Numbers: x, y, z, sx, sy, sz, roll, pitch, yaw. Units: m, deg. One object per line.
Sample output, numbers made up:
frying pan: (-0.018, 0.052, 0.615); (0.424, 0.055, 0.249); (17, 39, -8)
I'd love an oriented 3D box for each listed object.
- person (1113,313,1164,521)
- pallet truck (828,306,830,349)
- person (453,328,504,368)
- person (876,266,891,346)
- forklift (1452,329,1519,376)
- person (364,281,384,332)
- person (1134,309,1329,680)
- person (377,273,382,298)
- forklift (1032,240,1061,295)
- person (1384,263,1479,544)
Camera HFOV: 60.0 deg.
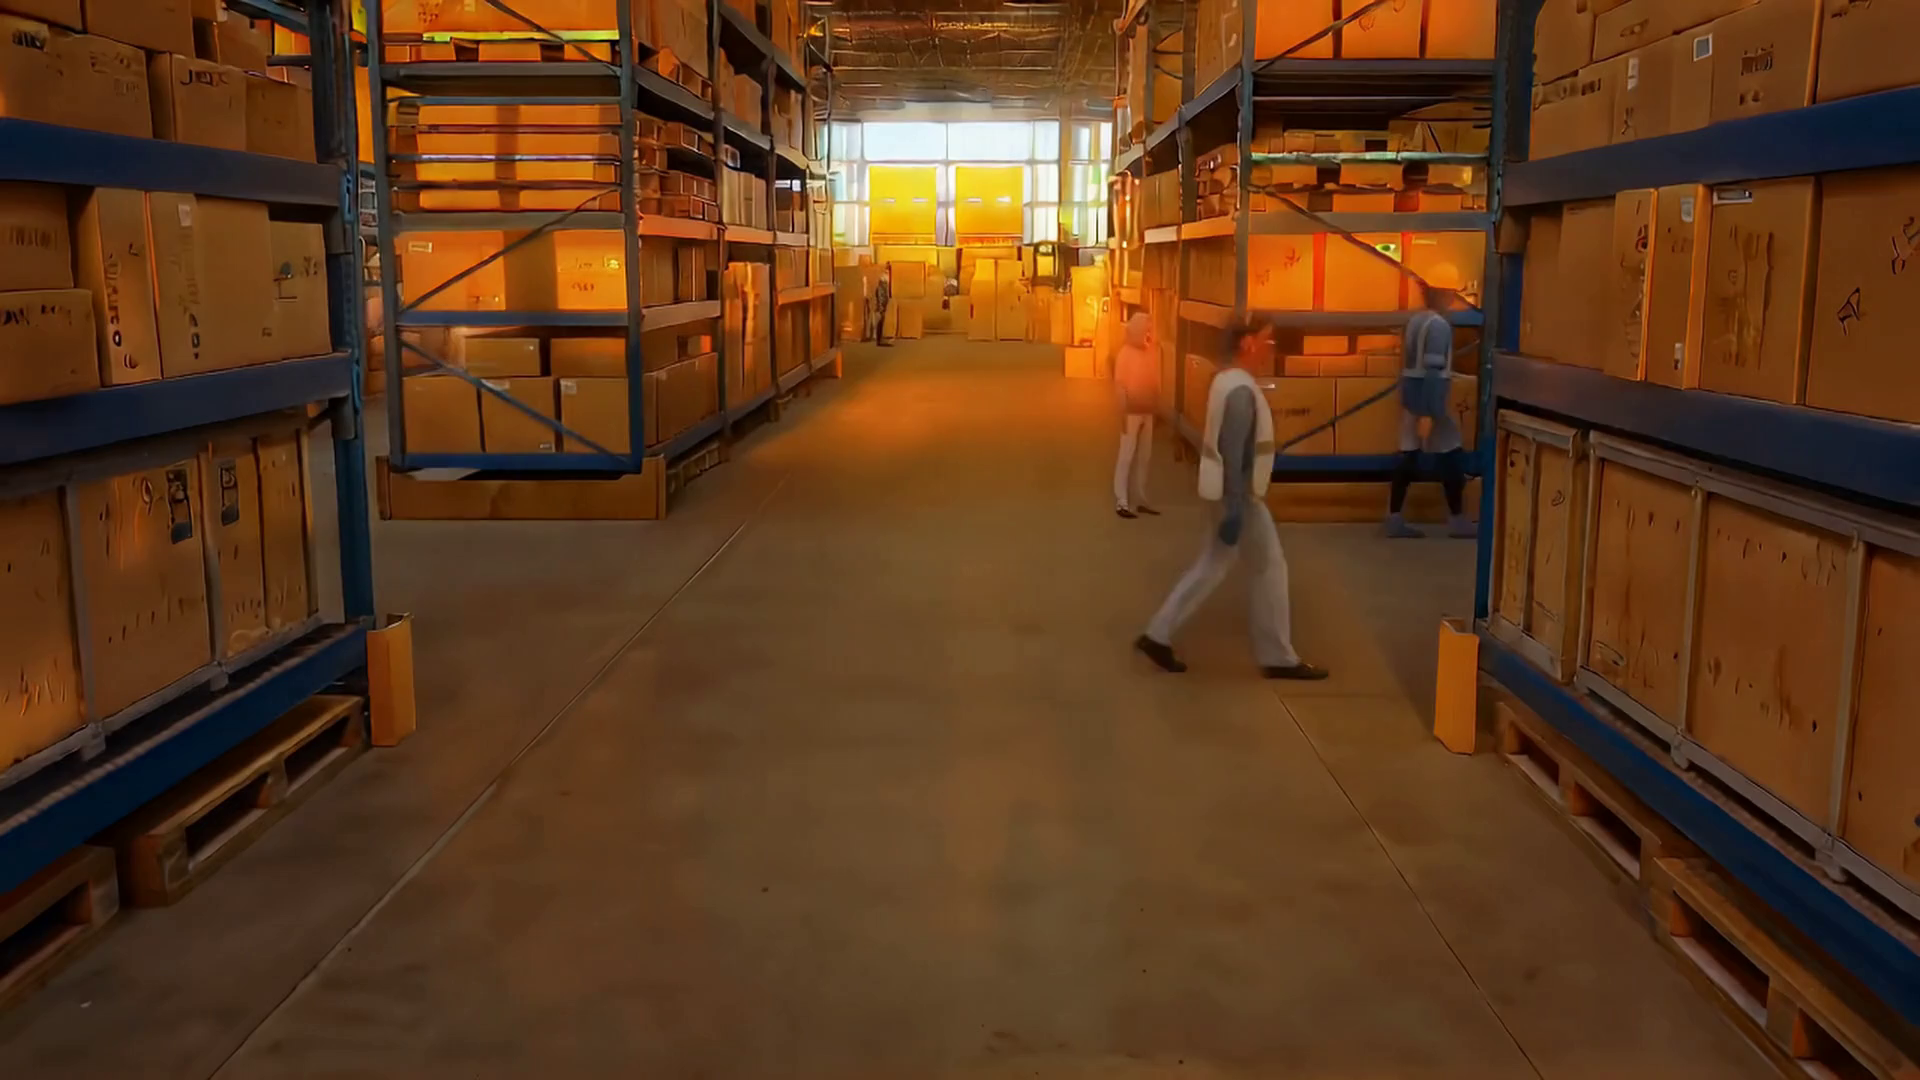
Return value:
person: (1.412, -0.968, 13.119); (0.295, 1.624, 0.519); (8, 13, 41)
pallet truck: (-3.100, -3.940, 29.800); (1.885, 1.965, 0.823); (3, 10, 19)
person: (-5.921, -2.326, 20.462); (0.671, 1.884, 0.499); (2, 10, 14)
person: (-1.856, -5.697, 40.501); (0.374, 1.939, 0.545); (0, 9, -3)
forklift: (6.877, -3.330, 23.510); (1.873, 2.768, 1.129); (-4, 10, -20)
person: (-11.058, -4.018, 31.227); (0.567, 1.662, 0.718); (7, 12, 38)
person: (1.309, -0.214, 8.055); (0.920, 1.808, 0.580); (1, 9, 4)
person: (-21.794, -9.373, 63.154); (0.595, 1.724, 0.723); (-4, 10, -25)
forklift: (3.172, -9.648, 61.356); (1.129, 2.768, 1.873); (0, 9, 1)
person: (3.481, -0.968, 11.968); (0.862, 2.011, 0.615); (-1, 10, -6)
